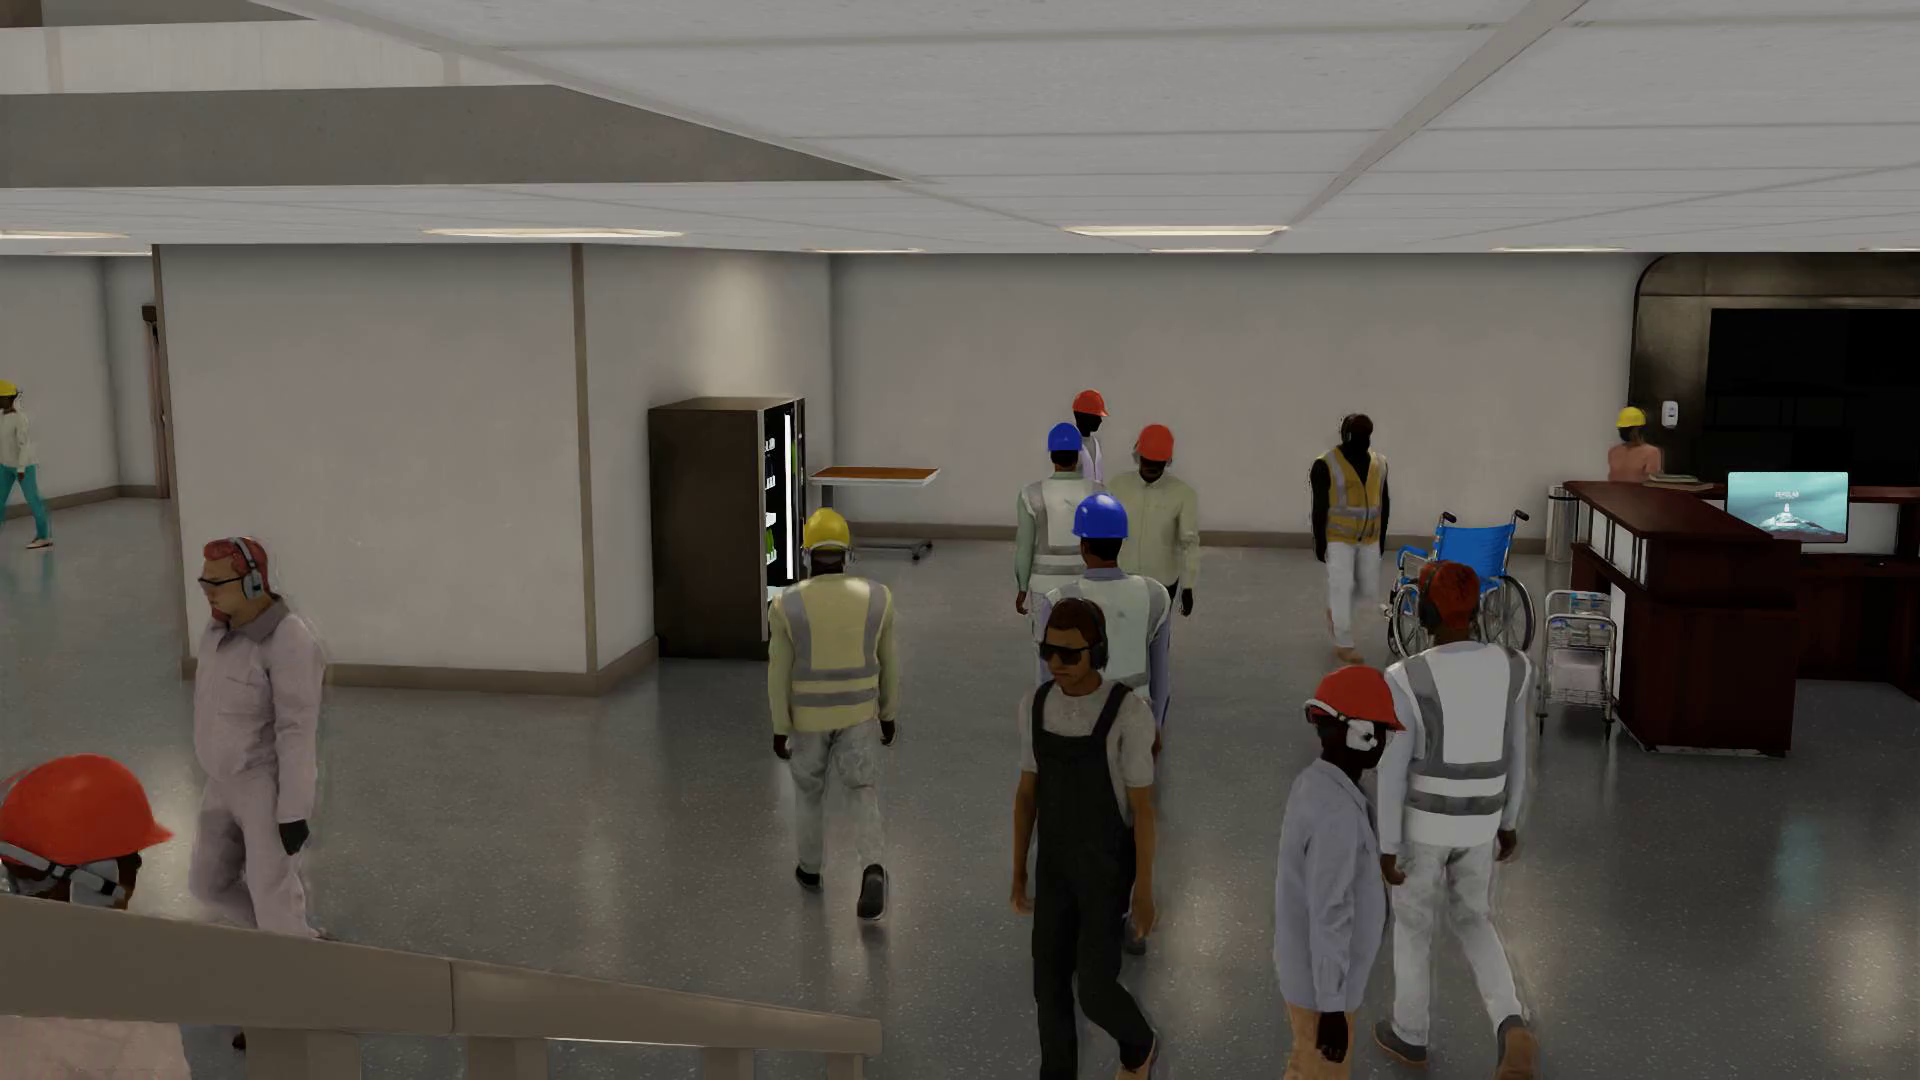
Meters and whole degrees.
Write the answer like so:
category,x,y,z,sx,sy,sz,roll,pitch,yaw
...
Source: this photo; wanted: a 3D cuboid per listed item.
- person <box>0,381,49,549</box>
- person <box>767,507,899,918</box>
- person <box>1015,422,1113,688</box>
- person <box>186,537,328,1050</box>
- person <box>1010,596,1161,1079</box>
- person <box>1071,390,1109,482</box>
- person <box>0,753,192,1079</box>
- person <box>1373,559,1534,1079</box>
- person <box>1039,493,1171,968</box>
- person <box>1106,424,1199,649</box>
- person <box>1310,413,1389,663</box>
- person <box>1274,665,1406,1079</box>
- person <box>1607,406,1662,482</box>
category,x,y,z,sx,sy,sz,roll,pitch,yaw
person,-9.653,-0.733,16.794,0.548,1.724,0.851,4,10,25
person,-0.549,0.762,7.385,0.600,1.807,0.808,-3,10,-18
person,0.629,0.268,9.982,0.615,1.942,0.407,-1,9,-5
person,-2.606,0.917,6.137,0.659,1.889,0.425,7,12,38
person,0.421,1.068,5.379,0.531,1.833,0.537,8,12,41
person,0.963,-0.205,12.961,0.390,1.929,0.545,8,12,39
person,-1.648,1.366,3.171,0.686,1.957,0.843,4,10,25
person,1.713,0.998,5.734,0.593,1.866,0.680,-2,9,-14
person,0.578,0.778,6.825,0.614,1.947,0.389,-5,10,-26
person,1.174,0.227,10.336,0.625,1.906,1.063,2,9,12
person,2.847,-0.031,12.229,0.626,1.828,0.569,-3,10,-18
person,1.072,1.231,4.761,0.348,1.714,0.640,2,9,10
person,5.657,-0.266,13.955,0.874,1.726,0.523,-7,11,-36
